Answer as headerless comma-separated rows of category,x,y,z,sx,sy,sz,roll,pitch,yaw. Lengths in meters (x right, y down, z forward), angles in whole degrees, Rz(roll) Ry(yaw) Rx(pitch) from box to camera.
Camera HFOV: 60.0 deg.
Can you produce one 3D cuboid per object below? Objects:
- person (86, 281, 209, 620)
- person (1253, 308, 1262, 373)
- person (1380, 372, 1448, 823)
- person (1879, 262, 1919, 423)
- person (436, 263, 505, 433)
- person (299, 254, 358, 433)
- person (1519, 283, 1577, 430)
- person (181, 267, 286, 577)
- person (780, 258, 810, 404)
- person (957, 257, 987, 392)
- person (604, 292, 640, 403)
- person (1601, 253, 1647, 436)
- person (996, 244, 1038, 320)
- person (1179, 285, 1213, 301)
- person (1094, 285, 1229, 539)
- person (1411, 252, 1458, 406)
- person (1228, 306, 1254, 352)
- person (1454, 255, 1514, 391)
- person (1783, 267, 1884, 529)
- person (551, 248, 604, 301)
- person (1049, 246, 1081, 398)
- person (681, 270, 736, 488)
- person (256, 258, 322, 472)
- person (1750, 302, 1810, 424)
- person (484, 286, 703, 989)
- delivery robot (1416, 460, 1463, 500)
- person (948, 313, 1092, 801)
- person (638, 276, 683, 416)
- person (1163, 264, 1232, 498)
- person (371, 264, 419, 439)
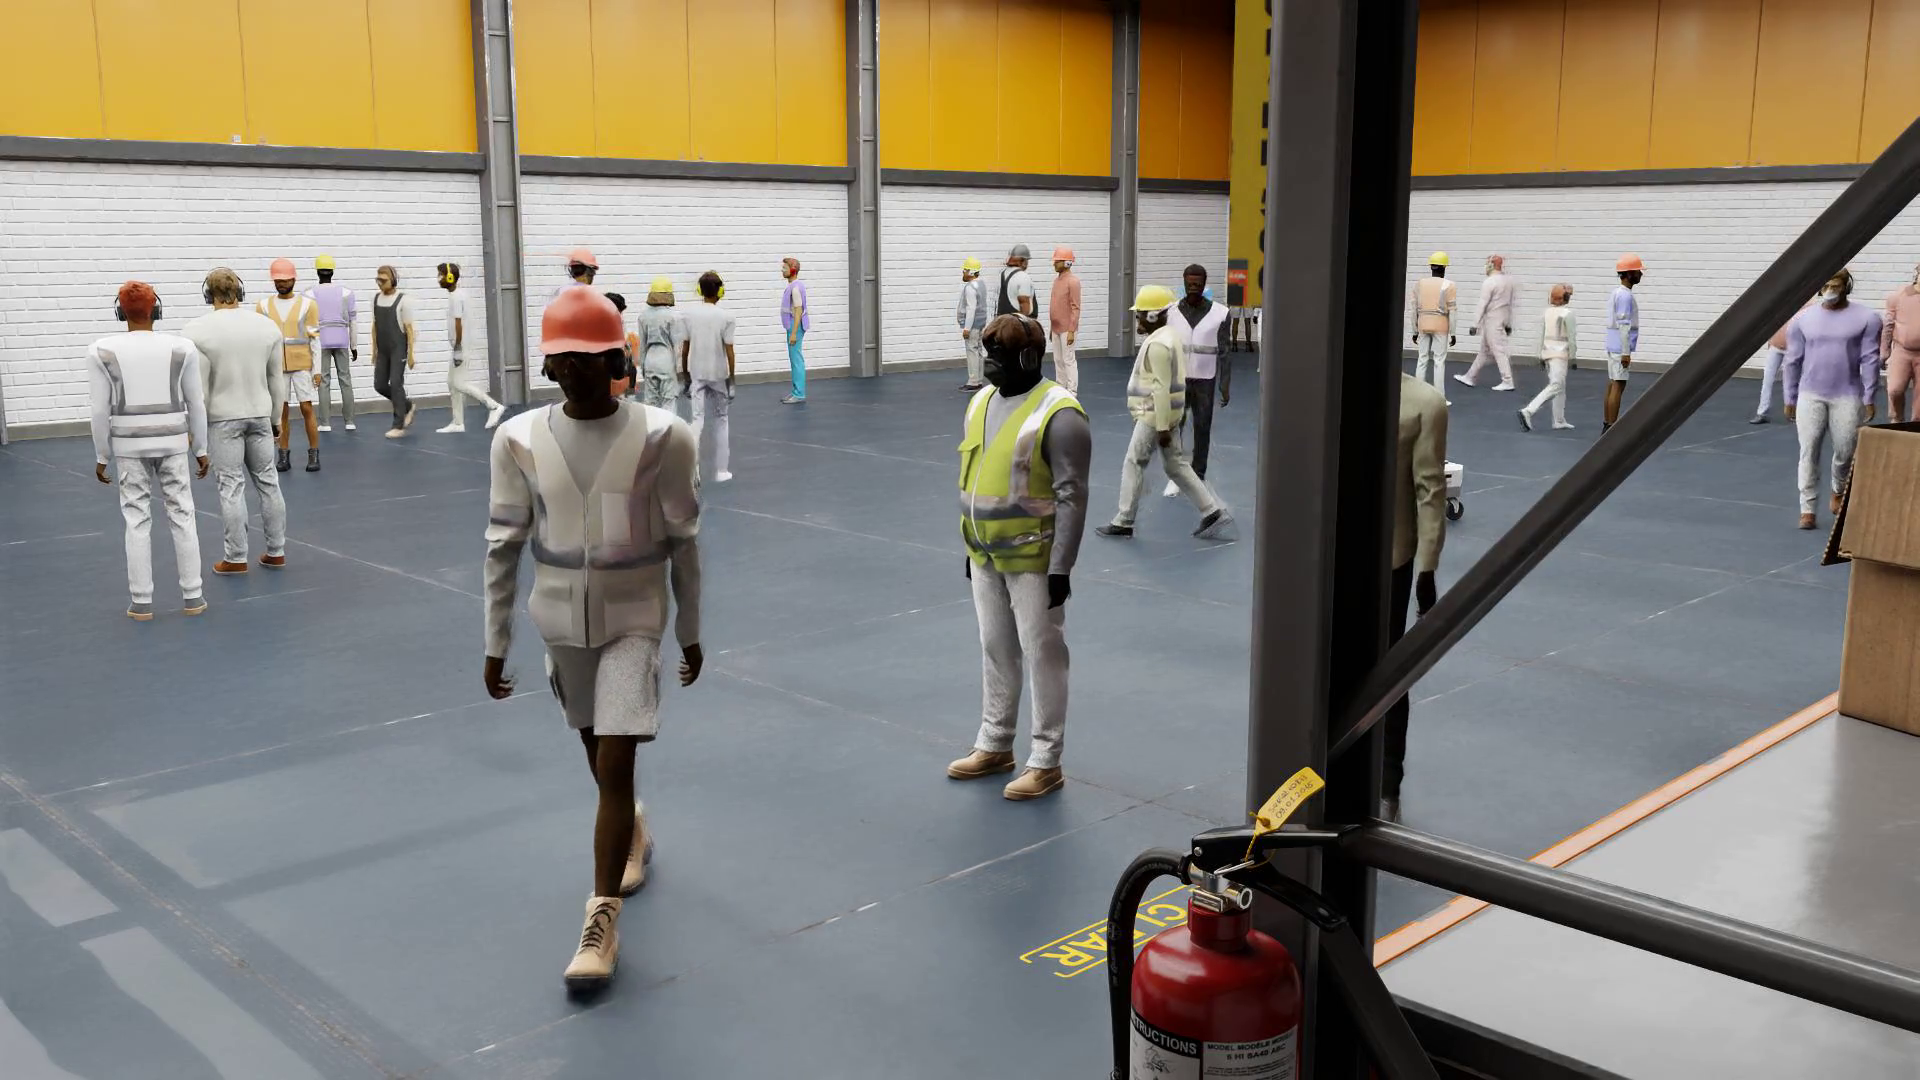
person,-4.501,-0.494,9.264,0.584,1.882,0.345,-6,12,-30
person,4.815,-3.473,25.671,0.665,1.817,0.732,5,11,25
person,1.429,0.047,6.011,0.616,1.994,0.385,7,13,34
person,9.637,-1.867,16.746,0.664,1.887,0.447,6,12,30
person,-5.327,-2.064,17.954,0.631,1.843,0.546,-4,11,-20
person,-6.842,-2.128,18.059,0.588,1.927,0.370,-7,12,-32
person,6.448,-1.989,18.145,0.728,1.615,0.510,-2,11,-13
person,-4.535,-0.732,10.431,0.377,1.934,0.629,9,14,40
person,-2.098,-2.654,21.134,0.390,1.850,0.564,-2,11,-10
person,0.159,-2.939,22.728,0.404,1.836,0.597,3,11,15
person,-2.940,-1.251,13.979,0.640,1.662,0.403,5,11,25
person,6.906,-1.998,17.307,0.352,1.942,0.546,2,11,13
person,0.856,-2.931,22.125,0.904,2.000,0.703,-7,12,-33
person,3.777,-3.545,26.527,0.553,1.642,0.893,4,11,21
person,1.447,-0.883,11.634,0.893,1.801,0.595,3,11,17
person,5.942,-2.636,20.828,0.594,1.926,0.368,9,14,40
person,5.160,-4.394,30.383,0.545,1.939,0.373,4,11,22
person,7.301,-3.003,23.011,0.980,1.851,0.674,10,14,43
person,6.363,-1.050,12.182,0.642,1.925,0.661,7,12,32
person,-3.529,-1.735,15.717,0.643,1.999,0.852,6,12,31
person,1.268,-2.588,20.468,0.375,1.964,0.612,-5,11,-24
person,-2.160,-1.370,14.156,0.518,1.847,0.823,1,10,5
person,-6.044,-1.569,15.012,0.549,1.930,0.380,-1,10,-6
person,9.407,-2.186,18.900,0.875,1.729,0.521,-7,13,-34
person,-1.098,0.233,5.029,0.629,1.994,1.065,0,10,2
delivery robot,3.407,-0.464,12.472,0.707,0.478,0.477,-4,11,-20
person,0.214,0.063,6.346,0.430,1.844,0.624,-8,13,-37
person,-2.842,-1.646,15.937,0.492,1.741,0.323,5,12,26
person,1.889,-1.275,13.486,0.612,1.897,0.565,2,11,12
person,-5.982,-2.001,17.632,0.513,1.828,0.538,4,11,22
